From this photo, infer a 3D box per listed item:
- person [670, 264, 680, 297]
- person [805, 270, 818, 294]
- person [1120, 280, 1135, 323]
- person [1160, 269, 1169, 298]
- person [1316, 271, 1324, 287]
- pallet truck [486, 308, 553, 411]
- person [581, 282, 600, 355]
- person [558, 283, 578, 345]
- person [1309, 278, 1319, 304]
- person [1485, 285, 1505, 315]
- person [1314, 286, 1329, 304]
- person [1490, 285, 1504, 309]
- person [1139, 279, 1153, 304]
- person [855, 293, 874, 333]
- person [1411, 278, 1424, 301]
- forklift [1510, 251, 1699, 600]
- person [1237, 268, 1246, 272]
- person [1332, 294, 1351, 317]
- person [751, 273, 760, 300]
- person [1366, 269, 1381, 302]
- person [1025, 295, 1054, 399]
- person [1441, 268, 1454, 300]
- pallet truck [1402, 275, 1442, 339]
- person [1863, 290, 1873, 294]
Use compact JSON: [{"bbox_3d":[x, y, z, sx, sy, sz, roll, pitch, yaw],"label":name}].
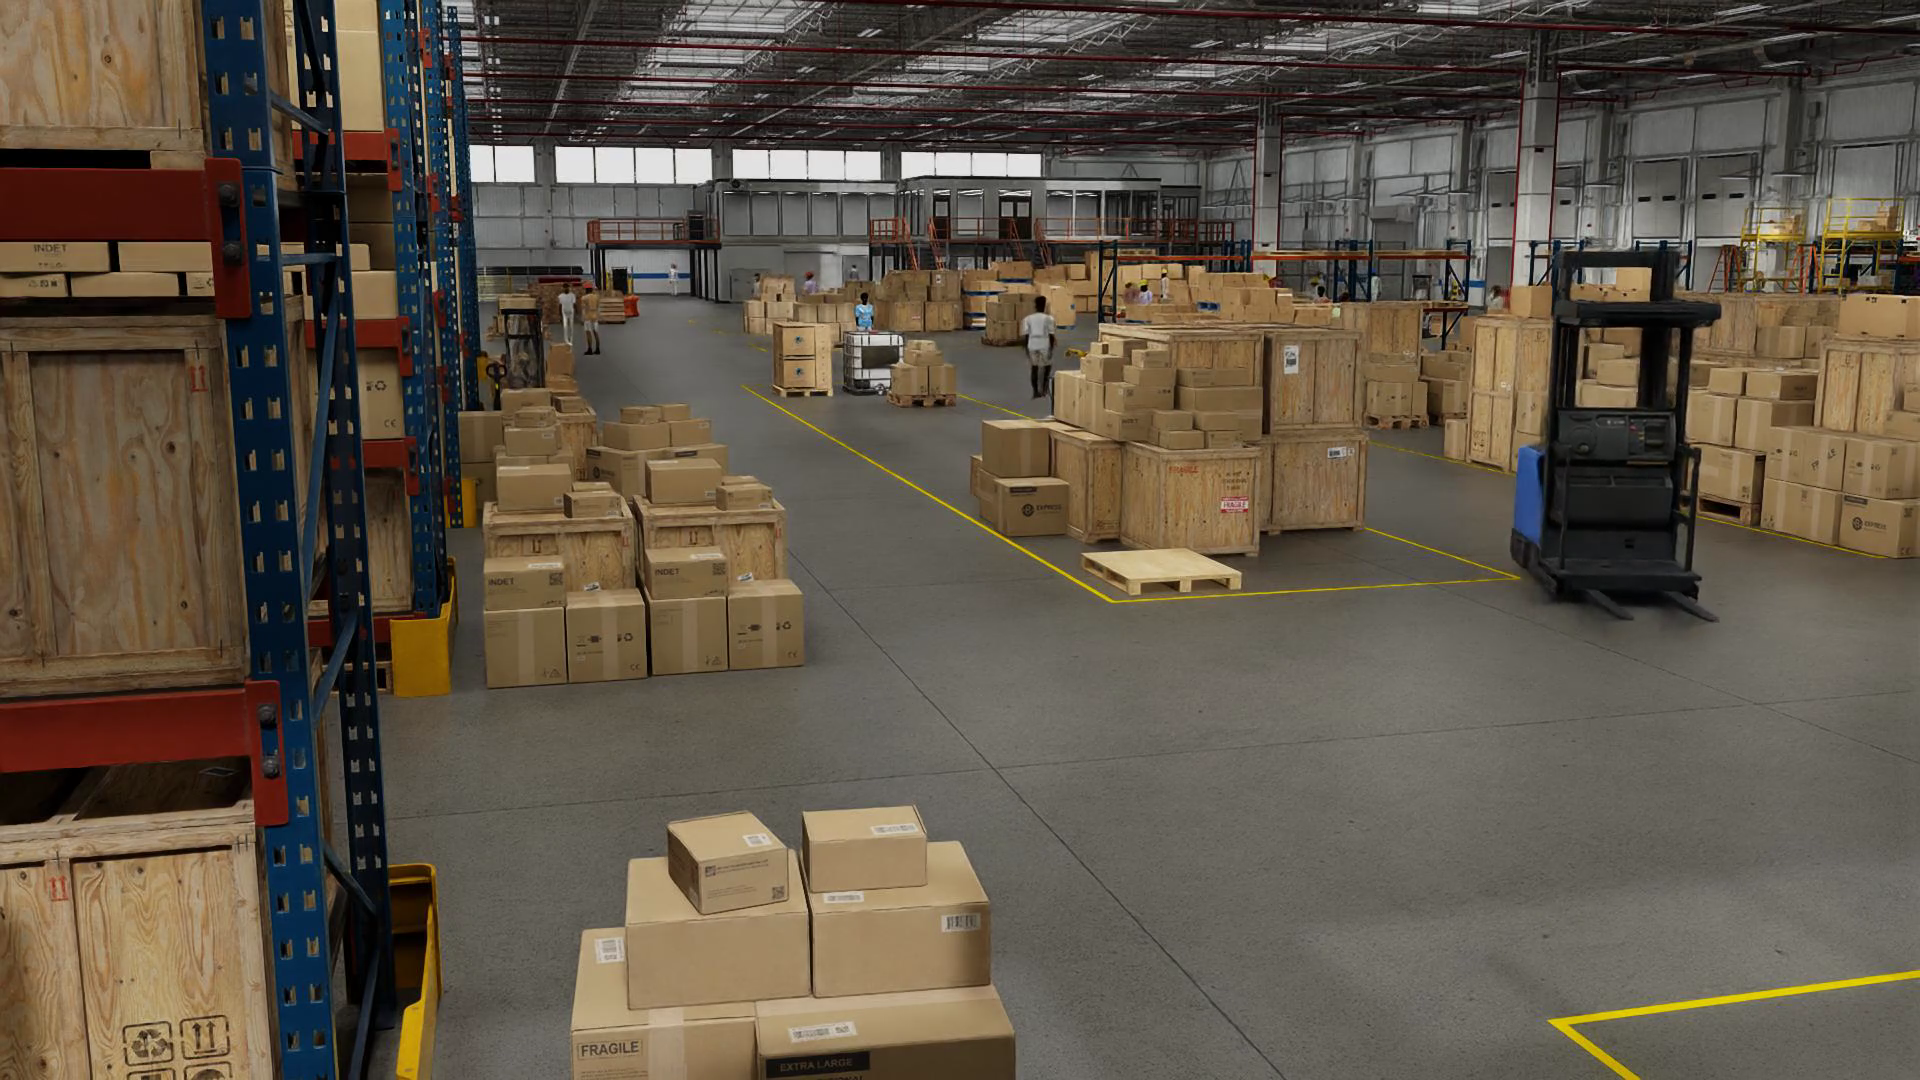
[{"bbox_3d":[-16.231,-14.726,94.471,0.676,1.860,0.387,5,11,27],"label":"person"},{"bbox_3d":[-5.202,-8.425,58.288,0.542,2.027,0.619,8,13,37],"label":"person"},{"bbox_3d":[5.718,-8.014,56.845,0.530,1.722,0.895,-6,12,-29],"label":"person"},{"bbox_3d":[8.402,-10.166,68.436,0.388,1.926,0.590,5,11,26],"label":"person"},{"bbox_3d":[14.191,-9.654,65.662,0.655,1.880,1.040,-8,13,-39],"label":"person"},{"bbox_3d":[-6.242,-2.418,24.362,0.823,1.965,1.885,1,10,3],"label":"pallet truck"},{"bbox_3d":[-9.813,-5.880,44.139,0.552,1.935,0.374,-10,14,-43],"label":"person"},{"bbox_3d":[-11.281,-6.494,47.914,0.523,1.843,0.864,-2,10,-14],"label":"person"},{"bbox_3d":[12.984,-8.745,60.993,0.444,1.713,0.595,-5,11,-25],"label":"person"},{"bbox_3d":[14.991,-6.244,46.652,0.535,1.793,0.963,2,10,13],"label":"person"},{"bbox_3d":[10.630,-6.637,49.107,0.315,1.696,0.541,-8,13,-39],"label":"person"},{"bbox_3d":[13.463,-5.419,41.604,0.833,1.916,0.640,2,10,11],"label":"person"},{"bbox_3d":[5.379,-6.627,48.440,0.397,1.919,0.581,-6,12,-30],"label":"person"},{"bbox_3d":[-2.459,-5.521,42.809,0.530,1.688,0.321,-7,12,-33],"label":"person"},{"bbox_3d":[14.889,-7.594,54.135,0.430,1.838,0.619,2,10,10],"label":"person"},{"bbox_3d":[5.455,-1.040,14.064,1.129,2.768,1.873,1,10,6],"label":"forklift"},{"bbox_3d":[16.348,-15.160,96.576,0.635,1.981,0.425,0,10,1],"label":"person"},{"bbox_3d":[8.011,-4.196,34.800,0.661,1.884,0.602,-7,12,-36],"label":"person"},{"bbox_3d":[-7.735,-9.224,63.336,0.565,1.838,0.868,3,11,17],"label":"person"},{"bbox_3d":[17.494,-10.516,70.425,0.616,1.931,0.747,6,12,32],"label":"person"},{"bbox_3d":[1.510,-3.632,31.365,0.609,1.947,0.510,4,11,20],"label":"person"},{"bbox_3d":[21.403,-10.972,72.969,0.548,1.937,0.379,8,13,39],"label":"person"},{"bbox_3d":[14.620,-7.324,52.145,0.823,1.965,1.885,8,13,40],"label":"pallet truck"},{"bbox_3d":[26.173,-6.499,47.753,0.925,1.891,0.553,1,10,8],"label":"person"}]
